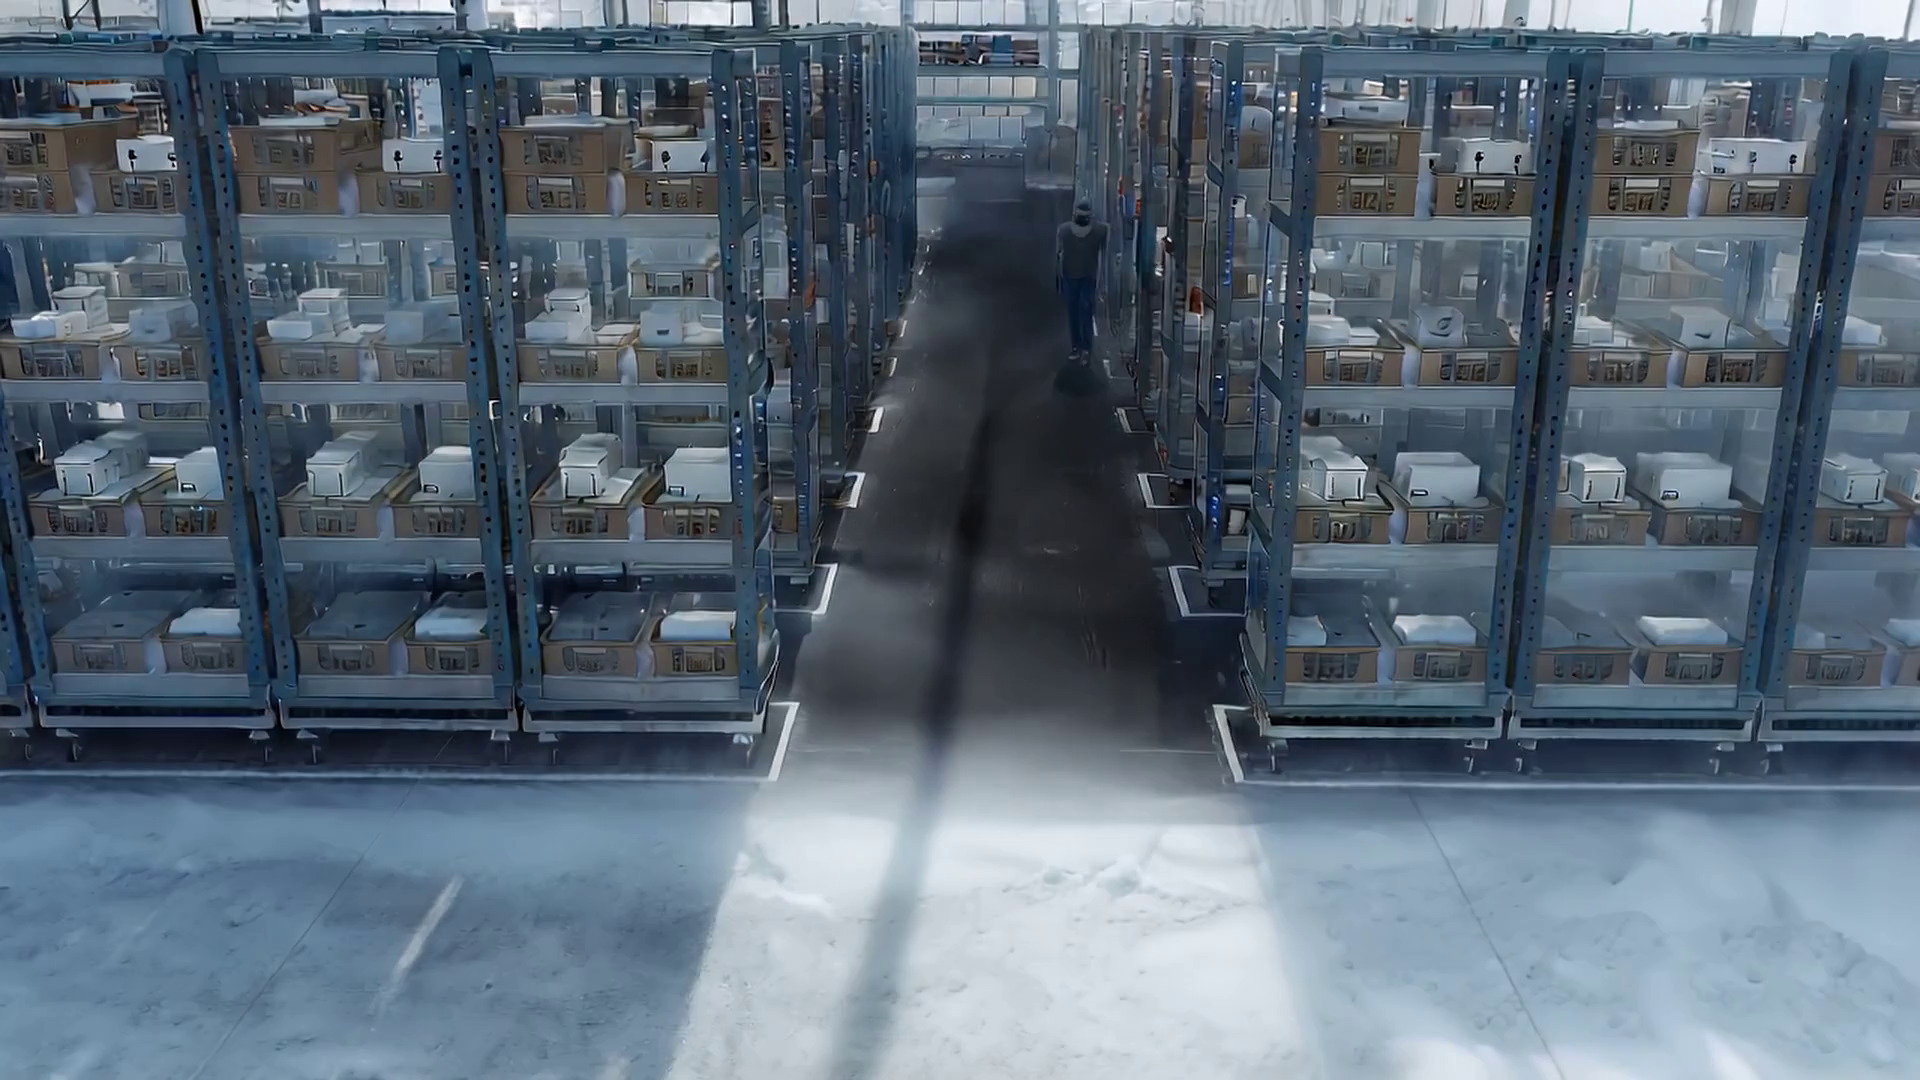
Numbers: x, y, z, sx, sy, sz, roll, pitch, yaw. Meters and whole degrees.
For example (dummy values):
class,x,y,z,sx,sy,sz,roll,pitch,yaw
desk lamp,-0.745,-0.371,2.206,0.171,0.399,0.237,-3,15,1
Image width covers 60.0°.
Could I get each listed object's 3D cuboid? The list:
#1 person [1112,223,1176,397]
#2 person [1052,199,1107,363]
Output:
class,x,y,z,sx,sy,sz,roll,pitch,yaw
person,1.963,-2.416,16.863,0.634,1.951,0.694,5,18,16
person,1.325,-2.873,18.552,0.578,1.808,0.897,3,18,10
